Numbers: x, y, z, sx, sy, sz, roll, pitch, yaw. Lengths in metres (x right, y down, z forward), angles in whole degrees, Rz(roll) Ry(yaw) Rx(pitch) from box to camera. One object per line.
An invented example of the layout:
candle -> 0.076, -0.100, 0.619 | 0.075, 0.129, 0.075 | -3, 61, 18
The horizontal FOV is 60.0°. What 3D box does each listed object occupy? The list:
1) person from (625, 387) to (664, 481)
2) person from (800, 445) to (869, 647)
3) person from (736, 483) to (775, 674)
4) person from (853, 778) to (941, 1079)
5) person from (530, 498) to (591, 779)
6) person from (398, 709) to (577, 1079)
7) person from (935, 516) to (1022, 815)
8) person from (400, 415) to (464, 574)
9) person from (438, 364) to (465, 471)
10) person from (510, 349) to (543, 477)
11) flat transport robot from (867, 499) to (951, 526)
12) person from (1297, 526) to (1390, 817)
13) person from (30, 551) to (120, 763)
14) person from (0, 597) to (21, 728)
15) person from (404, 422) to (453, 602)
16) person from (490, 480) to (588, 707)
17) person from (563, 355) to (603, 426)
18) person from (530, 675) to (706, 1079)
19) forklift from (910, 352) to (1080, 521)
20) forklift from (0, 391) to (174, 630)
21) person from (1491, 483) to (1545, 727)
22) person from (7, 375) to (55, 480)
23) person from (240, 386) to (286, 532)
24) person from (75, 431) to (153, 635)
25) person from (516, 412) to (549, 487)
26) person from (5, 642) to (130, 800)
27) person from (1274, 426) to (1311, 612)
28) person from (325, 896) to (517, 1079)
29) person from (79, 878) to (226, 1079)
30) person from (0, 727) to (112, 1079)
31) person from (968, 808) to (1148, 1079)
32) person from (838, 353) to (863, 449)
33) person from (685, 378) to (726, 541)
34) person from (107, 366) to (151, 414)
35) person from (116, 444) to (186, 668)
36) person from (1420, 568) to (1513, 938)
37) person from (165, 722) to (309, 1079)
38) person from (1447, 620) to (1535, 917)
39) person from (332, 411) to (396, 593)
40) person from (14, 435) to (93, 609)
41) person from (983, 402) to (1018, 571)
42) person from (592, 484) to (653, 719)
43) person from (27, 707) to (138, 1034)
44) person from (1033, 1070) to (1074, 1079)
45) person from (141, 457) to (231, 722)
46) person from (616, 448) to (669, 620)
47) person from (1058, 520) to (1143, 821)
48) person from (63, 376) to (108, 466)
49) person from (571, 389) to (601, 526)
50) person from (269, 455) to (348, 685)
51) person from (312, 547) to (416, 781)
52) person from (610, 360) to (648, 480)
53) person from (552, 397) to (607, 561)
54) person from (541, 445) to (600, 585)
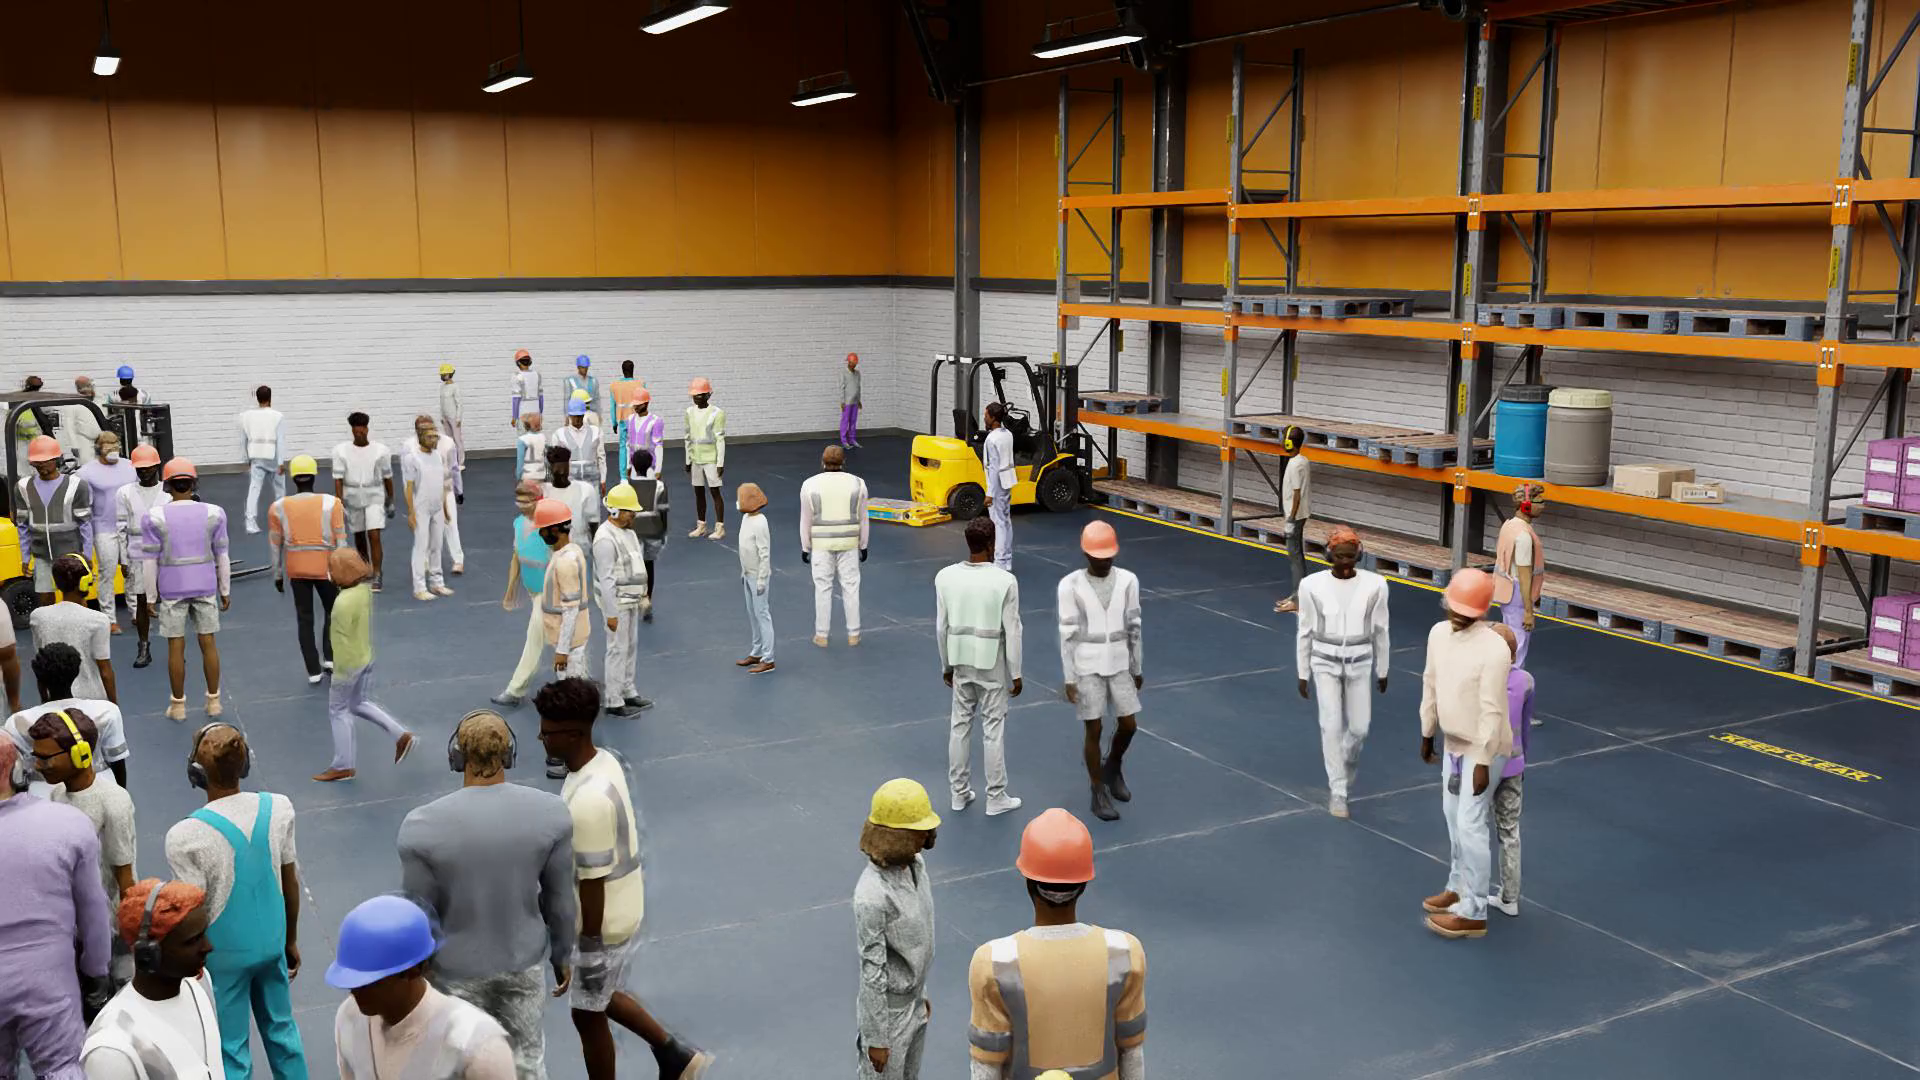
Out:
person -> -3.912, -0.927, 20.549 | 0.554, 1.925, 0.390 | 6, 11, 30
person -> -1.141, 0.053, 15.132 | 0.634, 1.841, 0.429 | -2, 10, -11
person -> -1.761, 0.320, 14.191 | 0.277, 1.631, 0.506 | -4, 11, -24
person -> -0.212, 1.693, 5.972 | 0.311, 1.743, 0.493 | 3, 10, 18
person -> -2.714, 0.666, 11.356 | 0.374, 1.928, 0.542 | -2, 10, -11
person -> -1.729, 1.572, 6.148 | 0.635, 1.929, 0.381 | -6, 11, -29
person -> 0.122, 0.801, 10.601 | 0.593, 1.920, 0.391 | 5, 11, 27
person -> -5.836, -0.504, 18.492 | 0.693, 1.788, 0.787 | -6, 12, -33
person -> -8.317, -1.993, 27.129 | 0.528, 1.767, 0.329 | 9, 13, 41
person -> -6.901, -2.008, 26.451 | 0.407, 2.031, 0.610 | 7, 12, 36
flat transport robot -> -0.884, -0.387, 22.179 | 1.431, 0.197, 0.652 | 7, 12, 35
person -> 2.458, 0.811, 10.712 | 0.590, 1.864, 0.608 | 1, 10, 8
person -> -5.116, 0.992, 9.677 | 0.506, 1.864, 0.332 | 2, 10, 9
person -> -5.795, 0.918, 9.576 | 0.690, 2.000, 0.781 | -4, 11, -20
person -> -5.461, -0.287, 17.151 | 0.406, 1.836, 0.522 | 5, 11, 28
person -> -3.362, 0.411, 13.218 | 0.944, 1.783, 0.558 | -9, 13, -42
person -> -6.038, -2.004, 26.696 | 0.625, 1.934, 0.421 | -7, 12, -36
person -> -1.390, 1.478, 6.628 | 0.561, 1.947, 0.621 | -2, 10, -12
forklift -> 0.460, -1.461, 22.833 | 2.313, 2.155, 1.214 | -5, 11, -28
forklift -> -9.026, -0.363, 16.508 | 1.214, 2.155, 2.313 | 6, 11, 29
person -> 4.242, 0.480, 12.659 | 0.389, 1.846, 0.566 | 1, 10, 6
person -> -13.518, -1.485, 24.113 | 0.777, 1.805, 0.442 | -1, 10, -4
person -> -8.975, -1.044, 21.427 | 0.615, 1.863, 1.022 | 0, 10, 1
person -> -7.929, -0.071, 15.610 | 0.382, 1.930, 0.636 | 8, 12, 38
person -> -5.227, -0.772, 20.526 | 0.738, 1.616, 0.518 | 4, 10, 20
person -> -4.357, 1.333, 8.174 | 0.532, 1.698, 0.319 | -6, 12, -32
person -> 3.318, -0.208, 16.569 | 0.330, 1.866, 0.512 | 4, 10, 19
person -> -1.488, 1.856, 4.670 | 0.627, 1.871, 1.060 | 6, 12, 31
person -> -2.207, 1.851, 4.669 | 0.352, 1.880, 0.576 | 0, 10, -1
person -> -3.435, 1.618, 6.065 | 0.650, 1.881, 0.808 | -7, 12, -35
person -> 0.284, 1.757, 5.042 | 0.543, 1.939, 0.360 | -2, 10, -11
person -> -1.978, -2.540, 30.331 | 0.339, 1.745, 0.561 | 7, 12, 36
person -> -3.187, -1.002, 20.674 | 0.604, 2.034, 0.418 | 6, 11, 30
person -> -11.937, -1.534, 23.963 | 0.393, 1.948, 0.616 | 9, 13, 42
person -> -6.979, 0.134, 14.388 | 0.544, 1.939, 0.354 | -4, 11, -21
person -> 2.651, 1.088, 8.809 | 0.461, 1.964, 0.656 | -3, 10, -16
person -> -2.726, 1.588, 6.286 | 0.342, 1.845, 0.506 | 6, 12, 33
person -> 2.846, 1.239, 8.917 | 0.509, 1.629, 0.316 | -5, 11, -26
person -> -6.357, -0.439, 17.787 | 0.615, 1.920, 0.974 | -2, 10, -13
person -> -7.752, 0.113, 14.256 | 0.603, 2.034, 0.416 | -1, 10, -8
person -> 0.430, -0.573, 18.515 | 0.399, 1.920, 0.590 | 3, 10, 19
person -> -2.606, 0.469, 12.808 | 0.403, 1.818, 0.606 | 1, 10, 6
person -> -3.366, 1.554, 6.465 | 0.526, 1.856, 0.344 | 6, 12, 33
person -> 0.238, 2.055, 3.764 | 0.938, 1.779, 0.601 | -9, 13, -42
person -> -5.912, 0.378, 12.739 | 0.611, 2.030, 0.410 | -7, 12, -35
person -> -3.100, -0.061, 16.296 | 0.529, 1.667, 0.798 | -4, 11, -23
person -> 0.901, 0.810, 10.554 | 0.569, 1.916, 0.475 | -3, 10, -15
person -> -12.202, -1.382, 23.323 | 0.483, 1.867, 0.670 | 7, 12, 33
person -> -4.829, -1.031, 21.409 | 0.404, 1.827, 0.600 | 1, 10, 4
person -> -5.402, 0.237, 13.863 | 0.630, 1.905, 0.570 | -2, 10, -12
person -> -4.086, 0.836, 11.274 | 0.603, 1.612, 0.516 | 0, 10, -3
person -> -5.127, -1.830, 25.788 | 0.600, 1.907, 0.400 | 2, 10, 11
person -> -4.329, -0.659, 18.966 | 0.598, 1.940, 0.407 | -3, 10, -19
person -> -3.512, 0.089, 14.742 | 0.599, 1.919, 1.020 | -6, 11, -29
